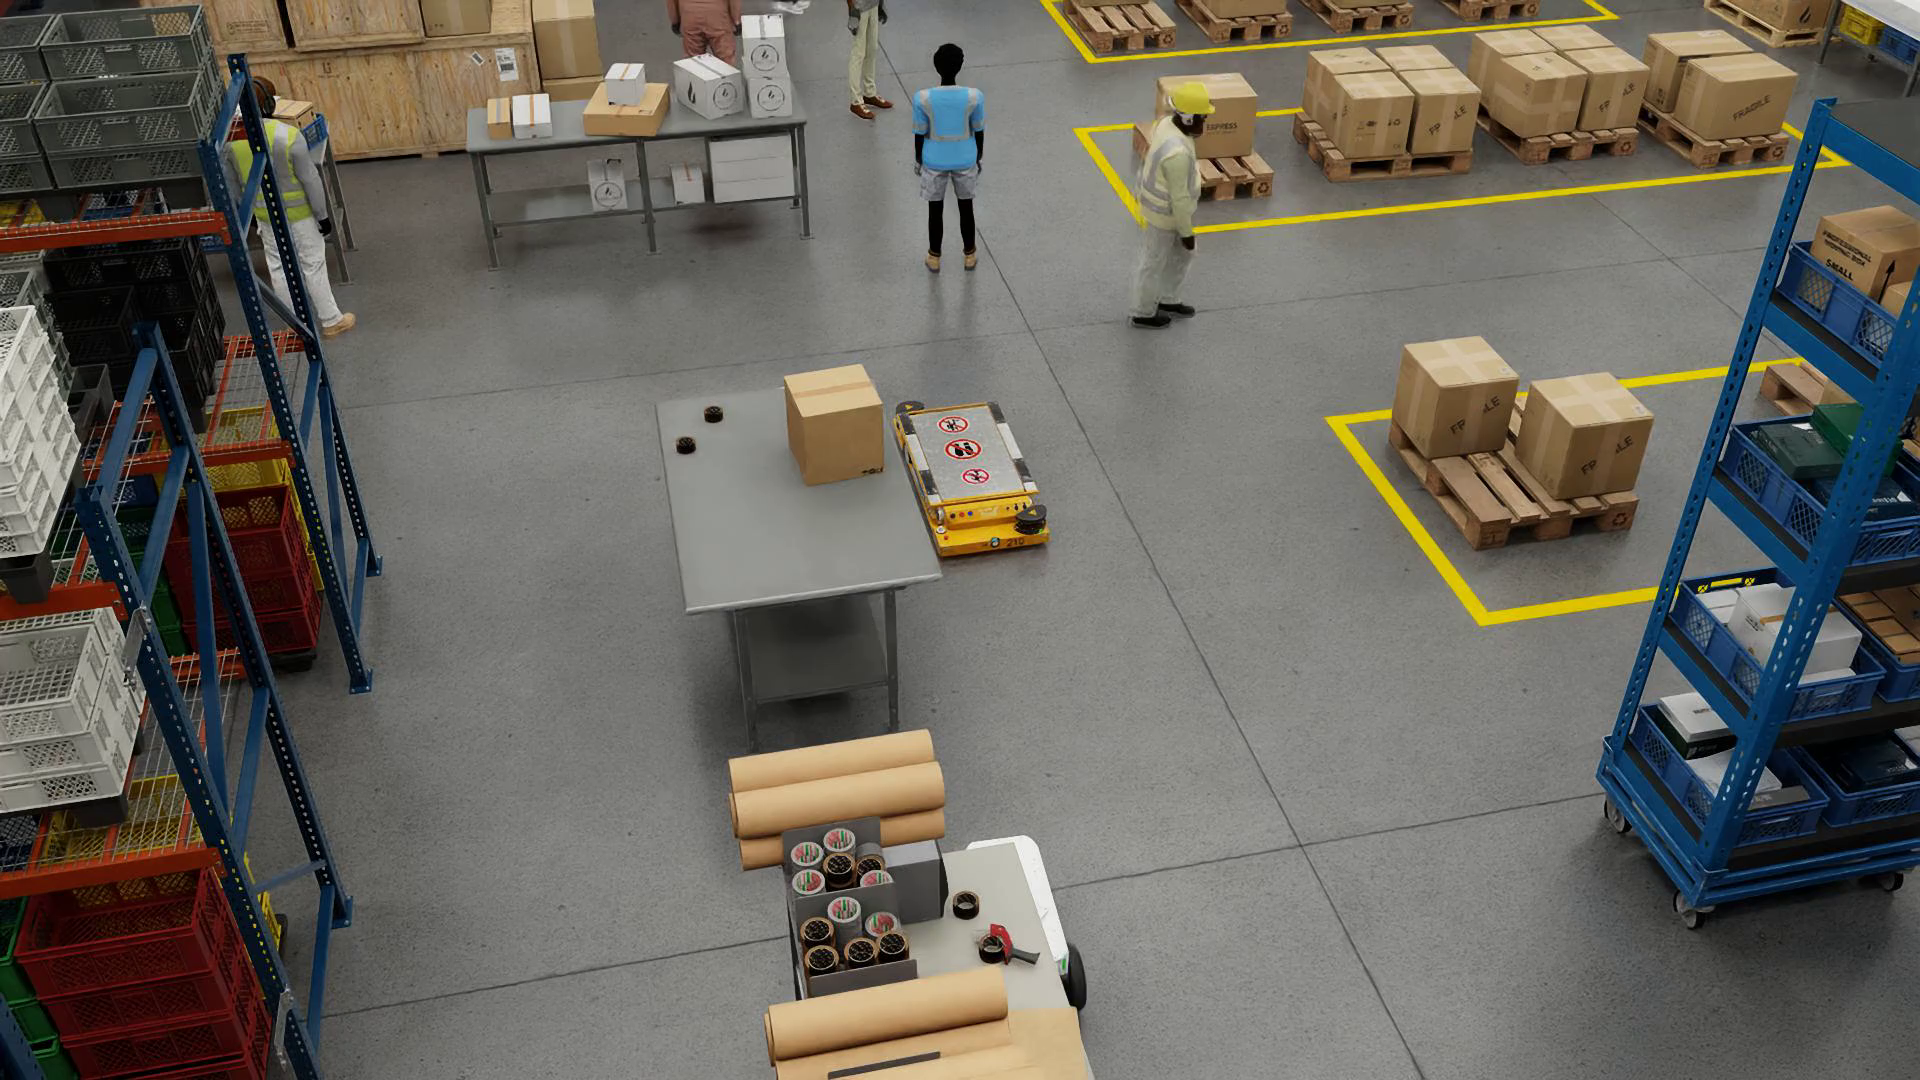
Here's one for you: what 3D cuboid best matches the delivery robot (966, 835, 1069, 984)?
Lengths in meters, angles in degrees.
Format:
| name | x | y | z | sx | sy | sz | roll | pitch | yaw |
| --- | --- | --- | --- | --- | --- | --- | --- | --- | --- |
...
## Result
| name | x | y | z | sx | sy | sz | roll | pitch | yaw |
| --- | --- | --- | --- | --- | --- | --- | --- | --- | --- |
| delivery robot | 0.229 | 1.590 | 7.082 | 0.477 | 0.478 | 0.707 | -6 | 37 | -8 |

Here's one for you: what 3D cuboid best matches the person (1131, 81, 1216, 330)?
| name | x | y | z | sx | sy | sz | roll | pitch | yaw |
| --- | --- | --- | --- | --- | --- | --- | --- | --- | --- |
| person | 1.476 | -2.223 | 11.235 | 0.589 | 1.808 | 0.616 | 4 | 37 | 5 |

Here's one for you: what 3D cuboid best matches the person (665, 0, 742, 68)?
| name | x | y | z | sx | sy | sz | roll | pitch | yaw |
| --- | --- | --- | --- | --- | --- | --- | --- | --- | --- |
| person | -2.170 | -4.476 | 14.198 | 0.654 | 1.898 | 0.399 | 3 | 37 | 4 |

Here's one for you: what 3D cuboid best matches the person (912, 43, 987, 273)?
| name | x | y | z | sx | sy | sz | roll | pitch | yaw |
| --- | --- | --- | --- | --- | --- | --- | --- | --- | --- |
| person | -0.078 | -2.746 | 12.034 | 0.540 | 1.695 | 0.317 | -3 | 37 | -5 |

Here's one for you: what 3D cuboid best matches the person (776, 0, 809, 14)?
| name | x | y | z | sx | sy | sz | roll | pitch | yaw |
| --- | --- | --- | --- | --- | --- | --- | --- | --- | --- |
| person | -1.780 | -6.158 | 16.469 | 0.625 | 1.876 | 0.487 | 27 | 45 | 32 |

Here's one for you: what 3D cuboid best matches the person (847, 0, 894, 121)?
| name | x | y | z | sx | sy | sz | roll | pitch | yaw |
| --- | --- | --- | --- | --- | --- | --- | --- | --- | --- |
| person | -0.804 | -4.602 | 14.384 | 0.328 | 1.874 | 0.512 | 19 | 41 | 24 |

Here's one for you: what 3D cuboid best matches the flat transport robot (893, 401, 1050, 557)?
| name | x | y | z | sx | sy | sz | roll | pitch | yaw |
| --- | --- | --- | --- | --- | --- | --- | --- | --- | --- |
| flat transport robot | 0.046 | -0.430 | 10.108 | 0.652 | 0.197 | 1.431 | -8 | 37 | -10 |

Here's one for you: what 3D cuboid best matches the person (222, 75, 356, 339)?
| name | x | y | z | sx | sy | sz | roll | pitch | yaw |
| --- | --- | --- | --- | --- | --- | --- | --- | --- | --- |
| person | -4.542 | -2.227 | 11.216 | 0.636 | 1.842 | 0.429 | 6 | 37 | 8 |
